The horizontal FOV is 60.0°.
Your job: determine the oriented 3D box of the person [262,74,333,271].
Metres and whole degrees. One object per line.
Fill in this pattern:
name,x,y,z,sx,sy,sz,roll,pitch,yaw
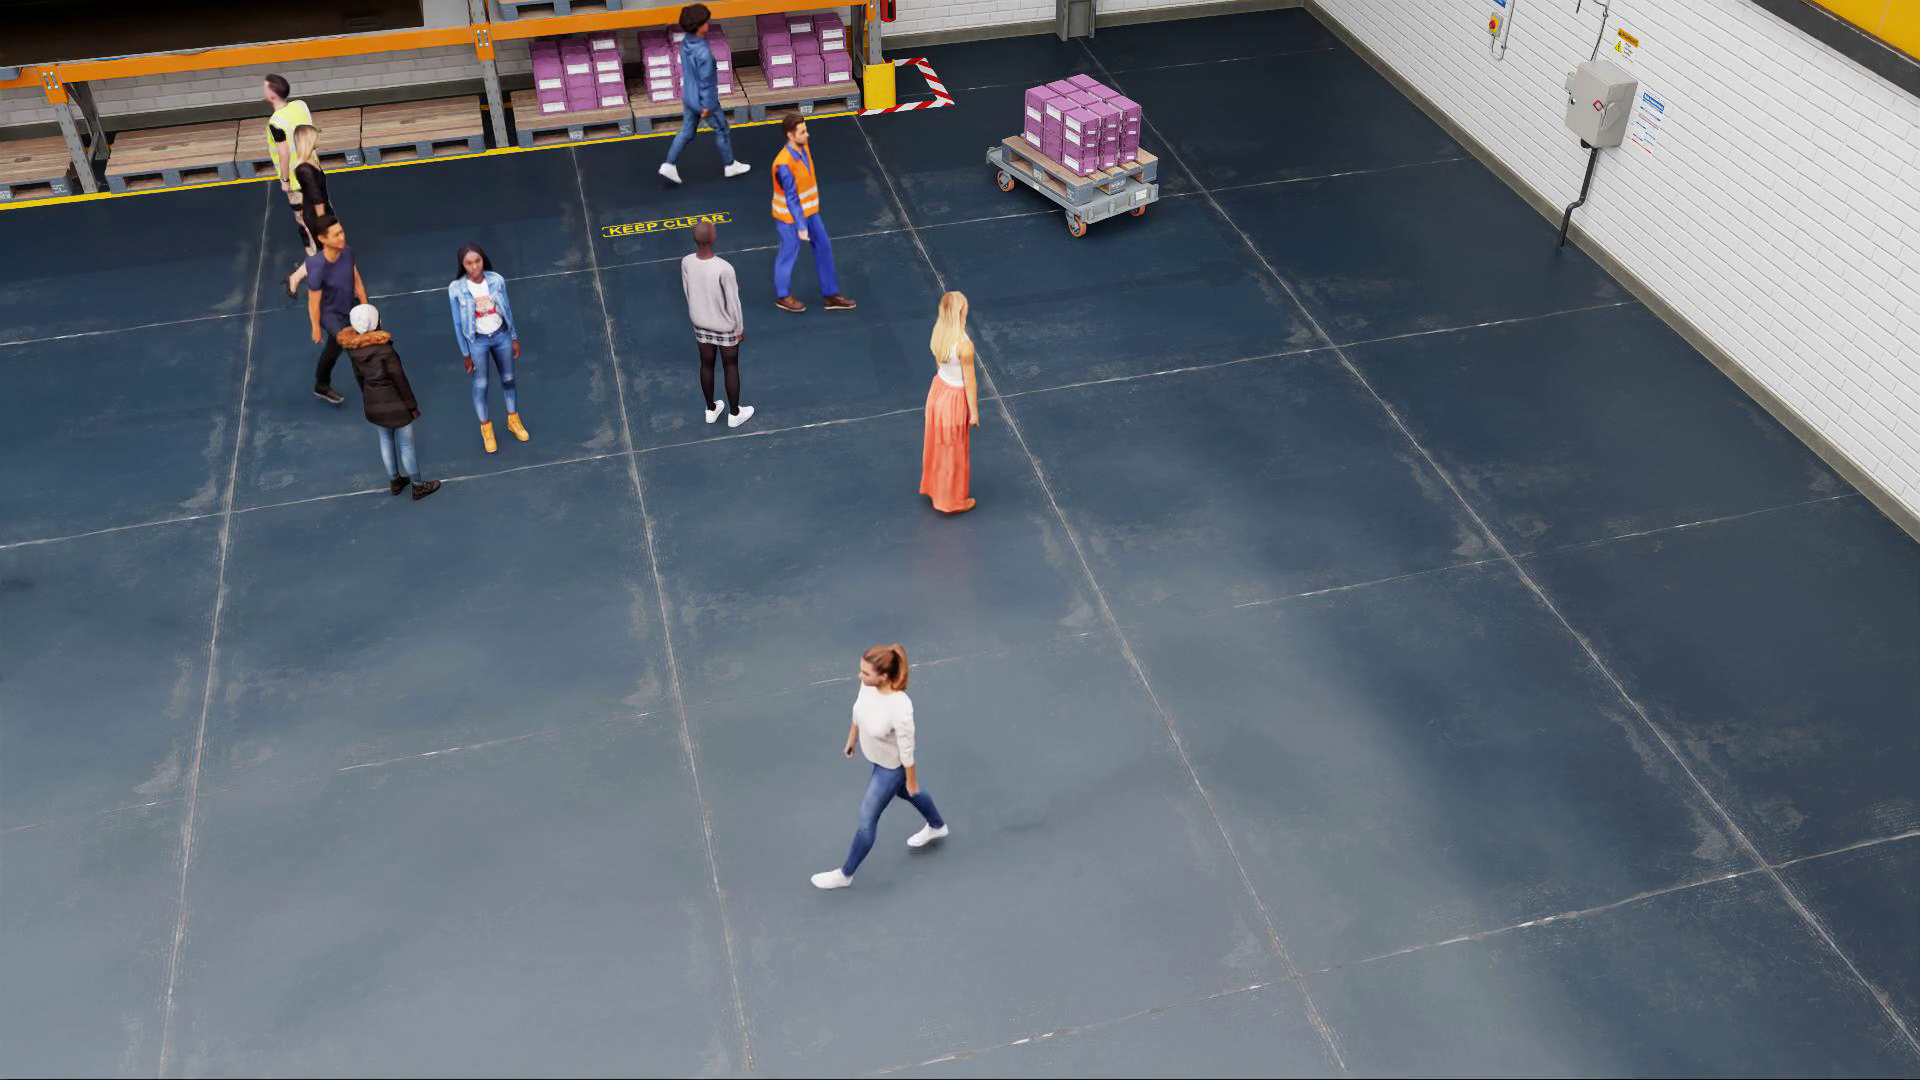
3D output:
person,-5.890,-3.279,14.820,0.878,1.847,0.838,9,39,11

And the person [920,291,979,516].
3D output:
person,-0.073,-0.985,11.983,0.660,1.801,0.680,-20,43,-23

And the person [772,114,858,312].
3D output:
person,-1.469,-2.758,14.175,1.107,1.837,1.015,16,41,19

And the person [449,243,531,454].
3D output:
person,-3.602,-1.492,12.690,0.550,1.712,0.714,-21,43,-24

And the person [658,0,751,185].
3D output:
person,-2.594,-4.285,16.132,1.257,1.782,0.949,-24,44,-27

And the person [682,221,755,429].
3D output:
person,-1.899,-1.670,12.864,0.666,1.772,0.759,13,40,16

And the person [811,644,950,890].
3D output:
person,-0.327,1.222,9.324,1.159,1.671,0.749,-15,41,-18

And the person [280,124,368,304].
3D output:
person,-5.587,-2.737,14.297,0.903,1.651,0.592,-5,39,-6

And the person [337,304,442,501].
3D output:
person,-4.181,-1.012,12.151,0.737,1.634,0.811,15,41,18
